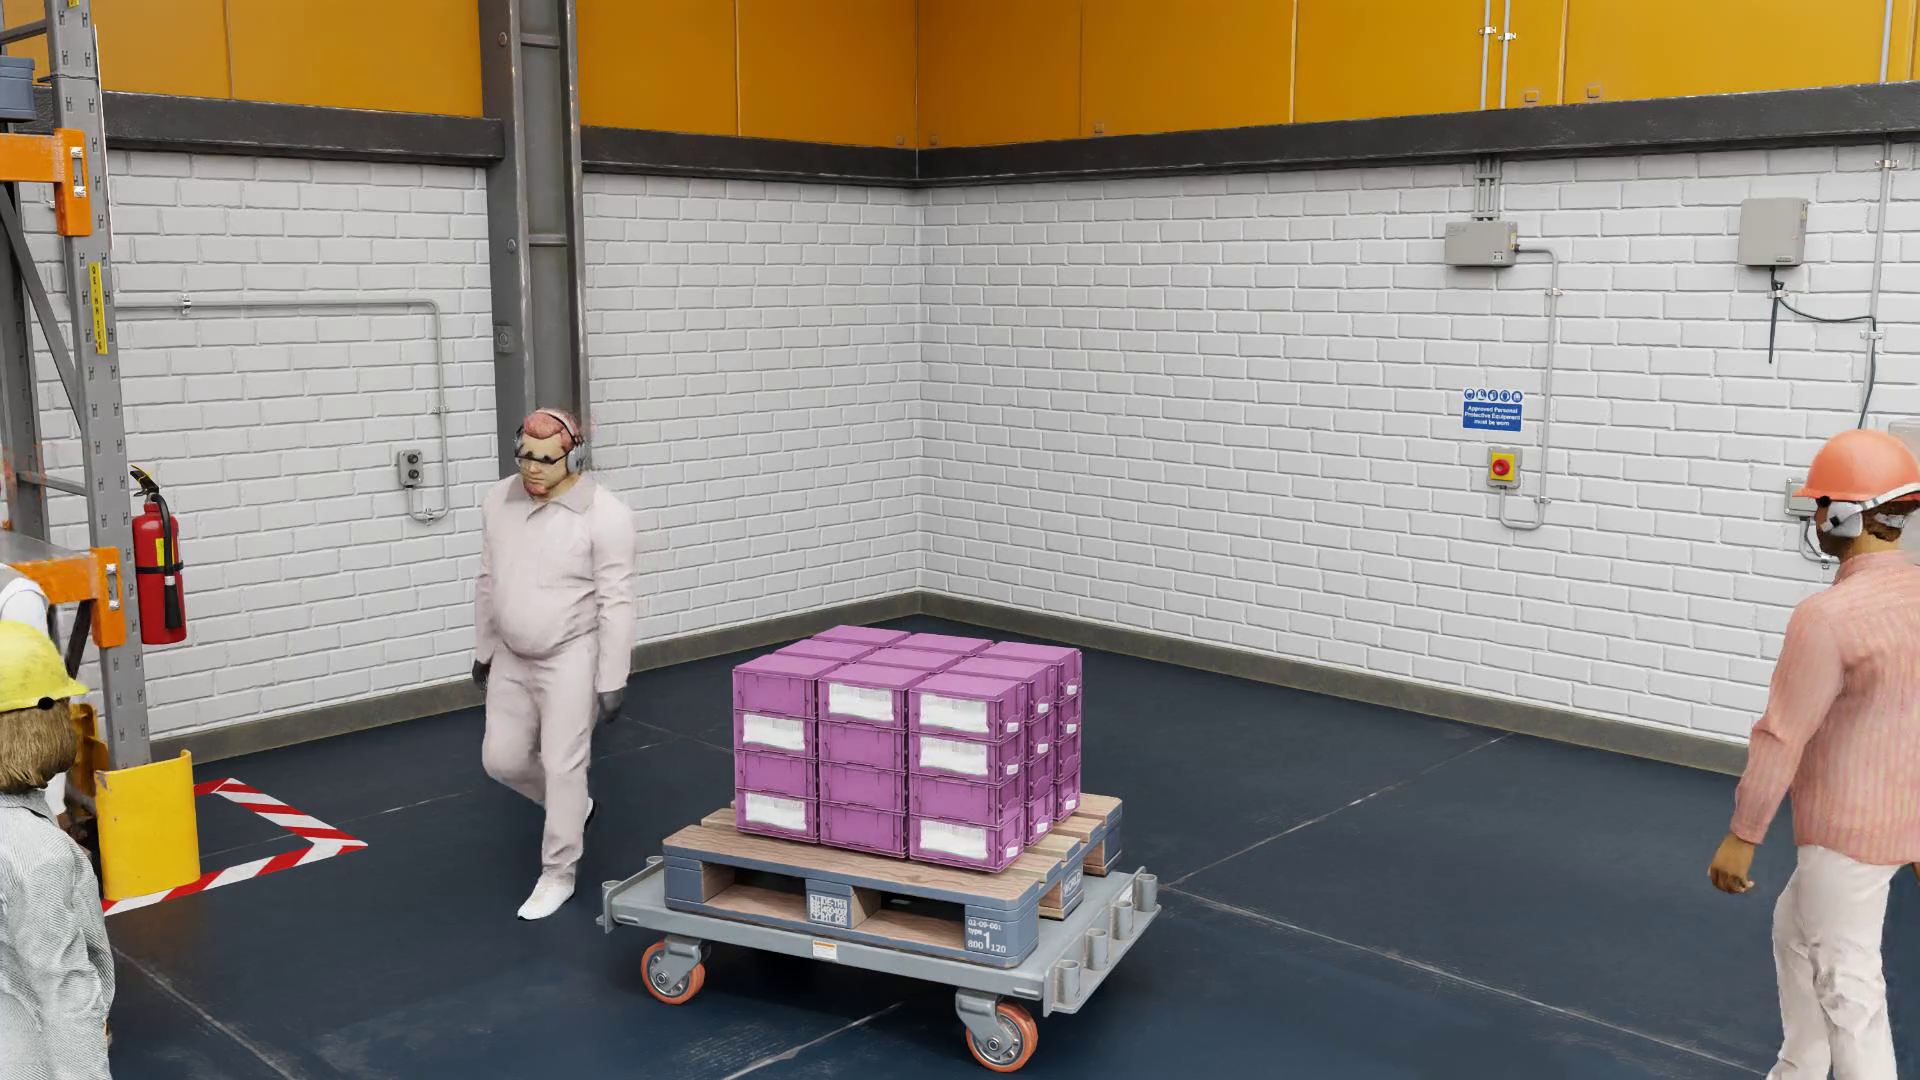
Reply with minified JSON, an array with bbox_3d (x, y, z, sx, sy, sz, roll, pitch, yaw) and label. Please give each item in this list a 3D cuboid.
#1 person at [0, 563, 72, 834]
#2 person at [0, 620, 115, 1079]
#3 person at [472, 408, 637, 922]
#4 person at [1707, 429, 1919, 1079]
[{"bbox_3d":[-2.833,0.709,4.561,0.583,1.843,0.923,6,11,32],"label":"person"},{"bbox_3d":[-1.696,1.005,3.059,0.486,1.744,0.296,6,11,34],"label":"person"},{"bbox_3d":[-1.483,0.438,6.126,0.720,1.877,0.523,4,10,24],"label":"person"},{"bbox_3d":[2.167,0.701,4.250,0.618,1.970,0.745,-7,11,-35],"label":"person"}]
